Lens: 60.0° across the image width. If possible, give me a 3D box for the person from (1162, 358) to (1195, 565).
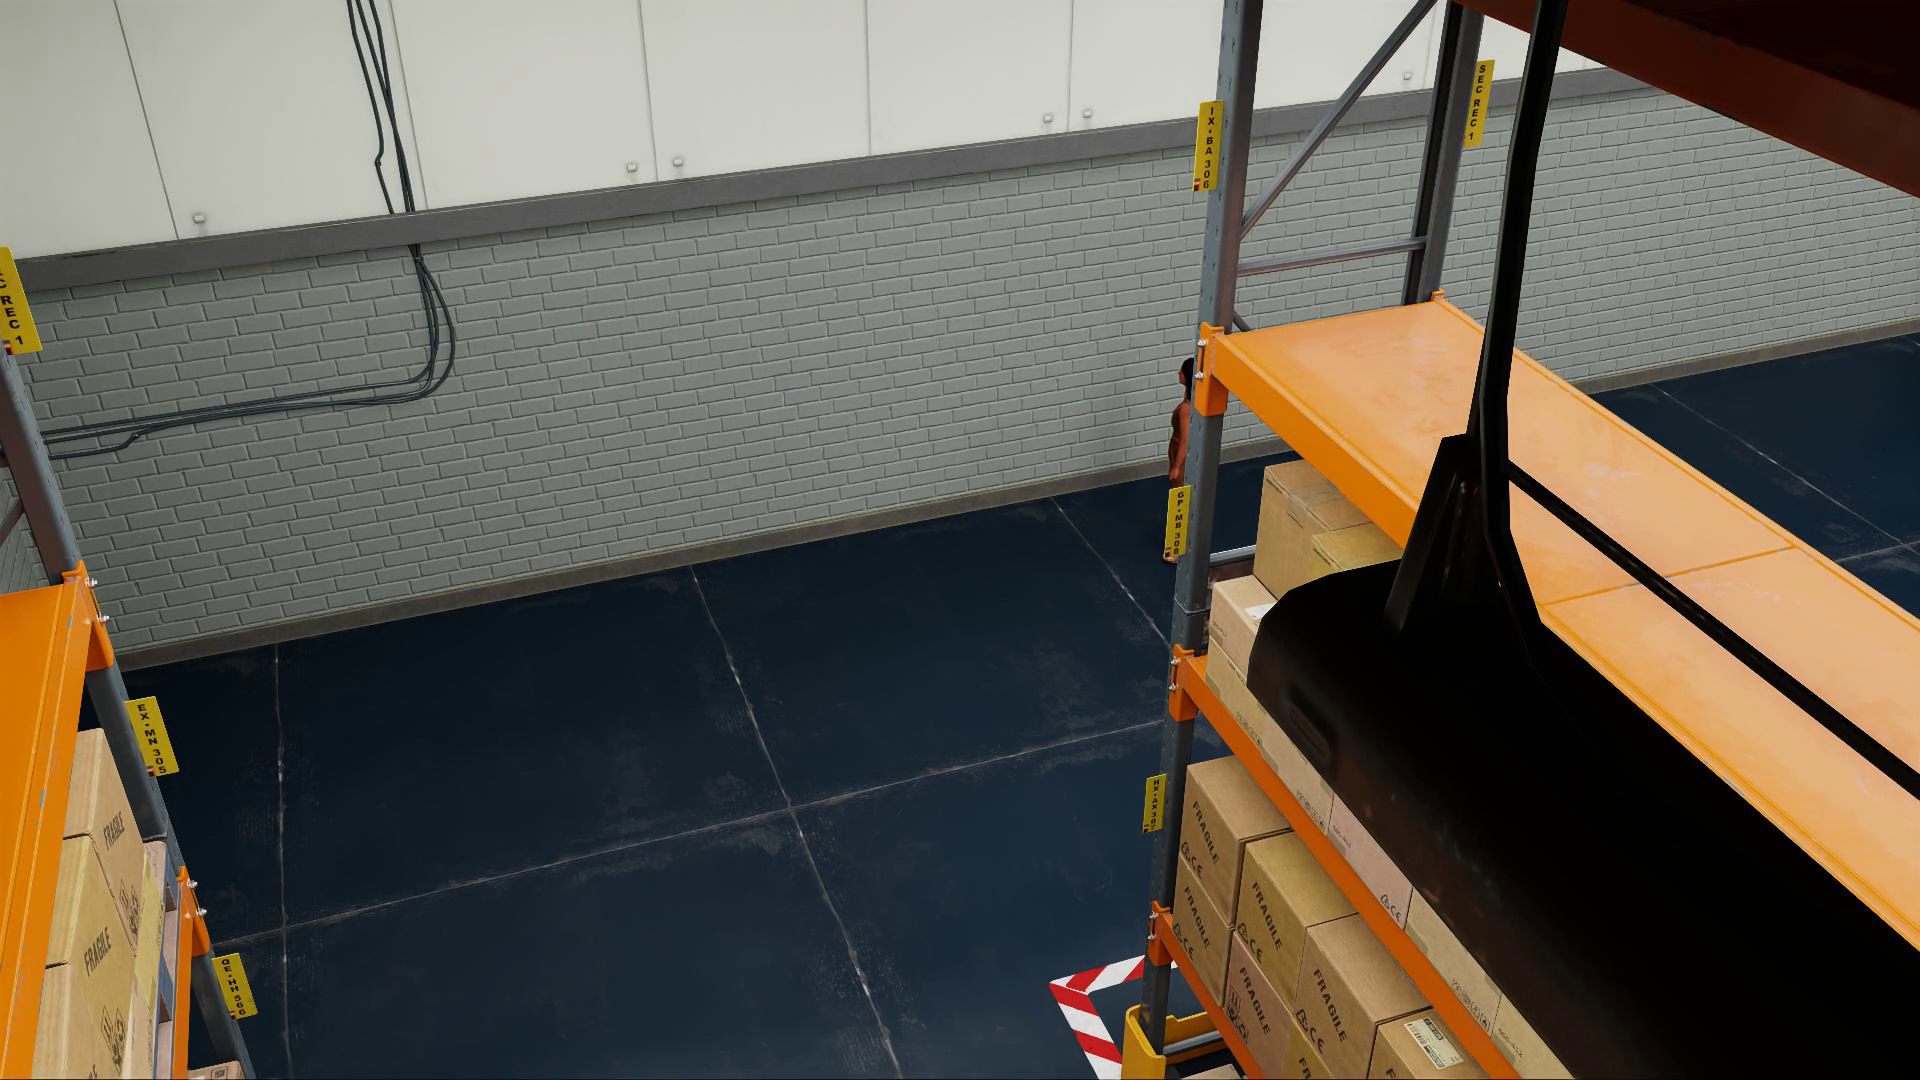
[{"bbox_3d":[1.700,-0.597,12.431,0.701,1.690,0.633,12,34,19],"label":"person"}]
